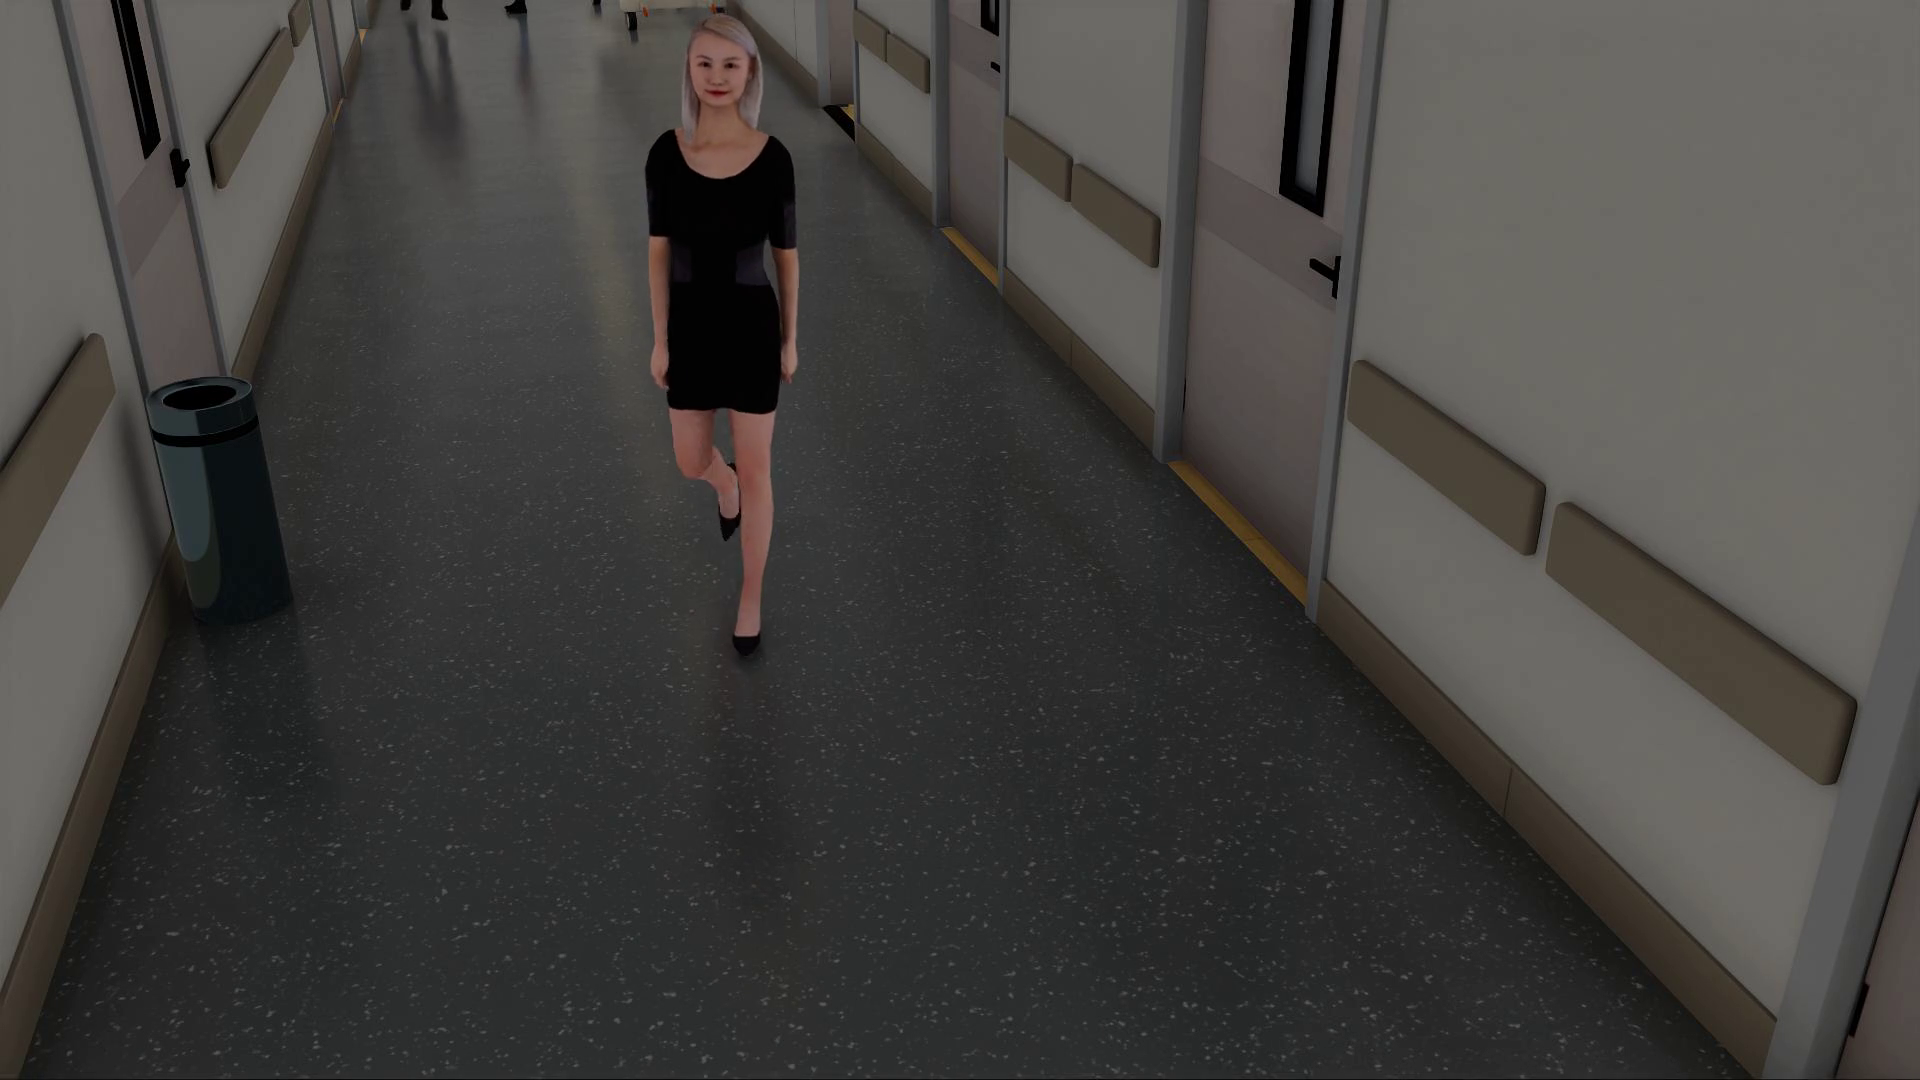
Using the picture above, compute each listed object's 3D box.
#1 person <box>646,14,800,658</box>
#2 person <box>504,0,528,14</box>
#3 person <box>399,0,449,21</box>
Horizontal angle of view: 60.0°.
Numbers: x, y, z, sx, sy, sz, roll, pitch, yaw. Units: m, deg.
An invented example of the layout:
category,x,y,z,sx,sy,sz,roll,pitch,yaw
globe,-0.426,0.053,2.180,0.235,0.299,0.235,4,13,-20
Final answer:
category,x,y,z,sx,sy,sz,roll,pitch,yaw
person,-0.689,-0.596,4.886,0.932,1.815,0.789,-1,26,-2
person,-4.451,-5.879,16.556,0.456,1.194,0.479,-6,26,-13
person,-5.229,-5.937,15.944,1.338,1.830,0.975,-12,28,-23
